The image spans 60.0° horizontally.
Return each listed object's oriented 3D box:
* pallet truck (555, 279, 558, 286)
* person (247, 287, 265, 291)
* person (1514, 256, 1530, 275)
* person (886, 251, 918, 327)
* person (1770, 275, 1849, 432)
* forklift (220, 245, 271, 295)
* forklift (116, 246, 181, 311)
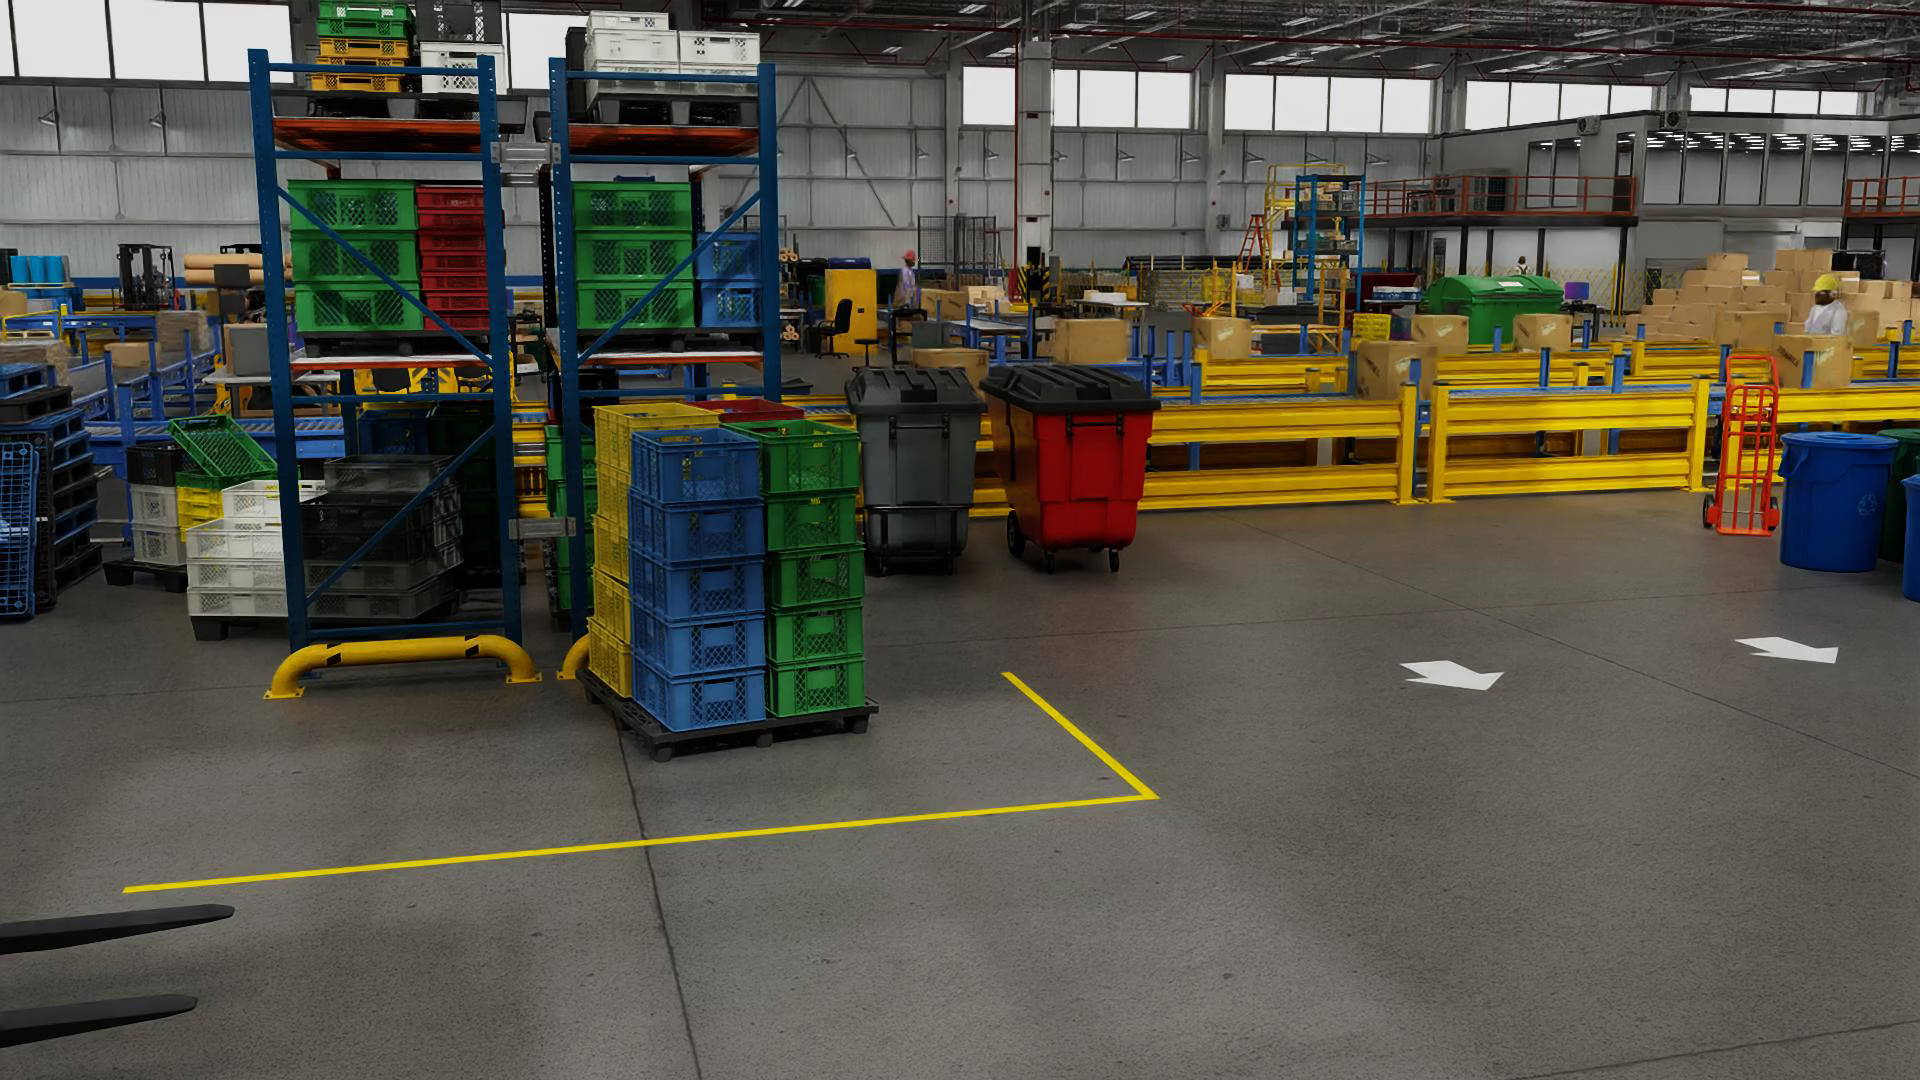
[{"bbox_3d":[-10.604,-6.375,44.520,0.653,1.274,1.630,-3,10,-15],"label":"pallet truck"},{"bbox_3d":[-14.602,-4.838,34.255,0.716,1.869,0.653,-3,10,-16],"label":"person"},{"bbox_3d":[16.718,-7.539,49.573,0.514,1.844,0.333,-1,10,-6],"label":"person"},{"bbox_3d":[-1.264,-5.727,38.840,0.842,2.019,0.618,4,11,19],"label":"person"},{"bbox_3d":[9.723,-2.101,18.901,0.903,1.792,0.613,-1,10,-7],"label":"person"},{"bbox_3d":[-17.749,-6.334,41.440,1.157,1.987,2.680,-3,10,-17],"label":"forklift"},{"bbox_3d":[-19.966,-6.232,40.894,1.157,1.987,2.680,-3,10,-15],"label":"forklift"}]
